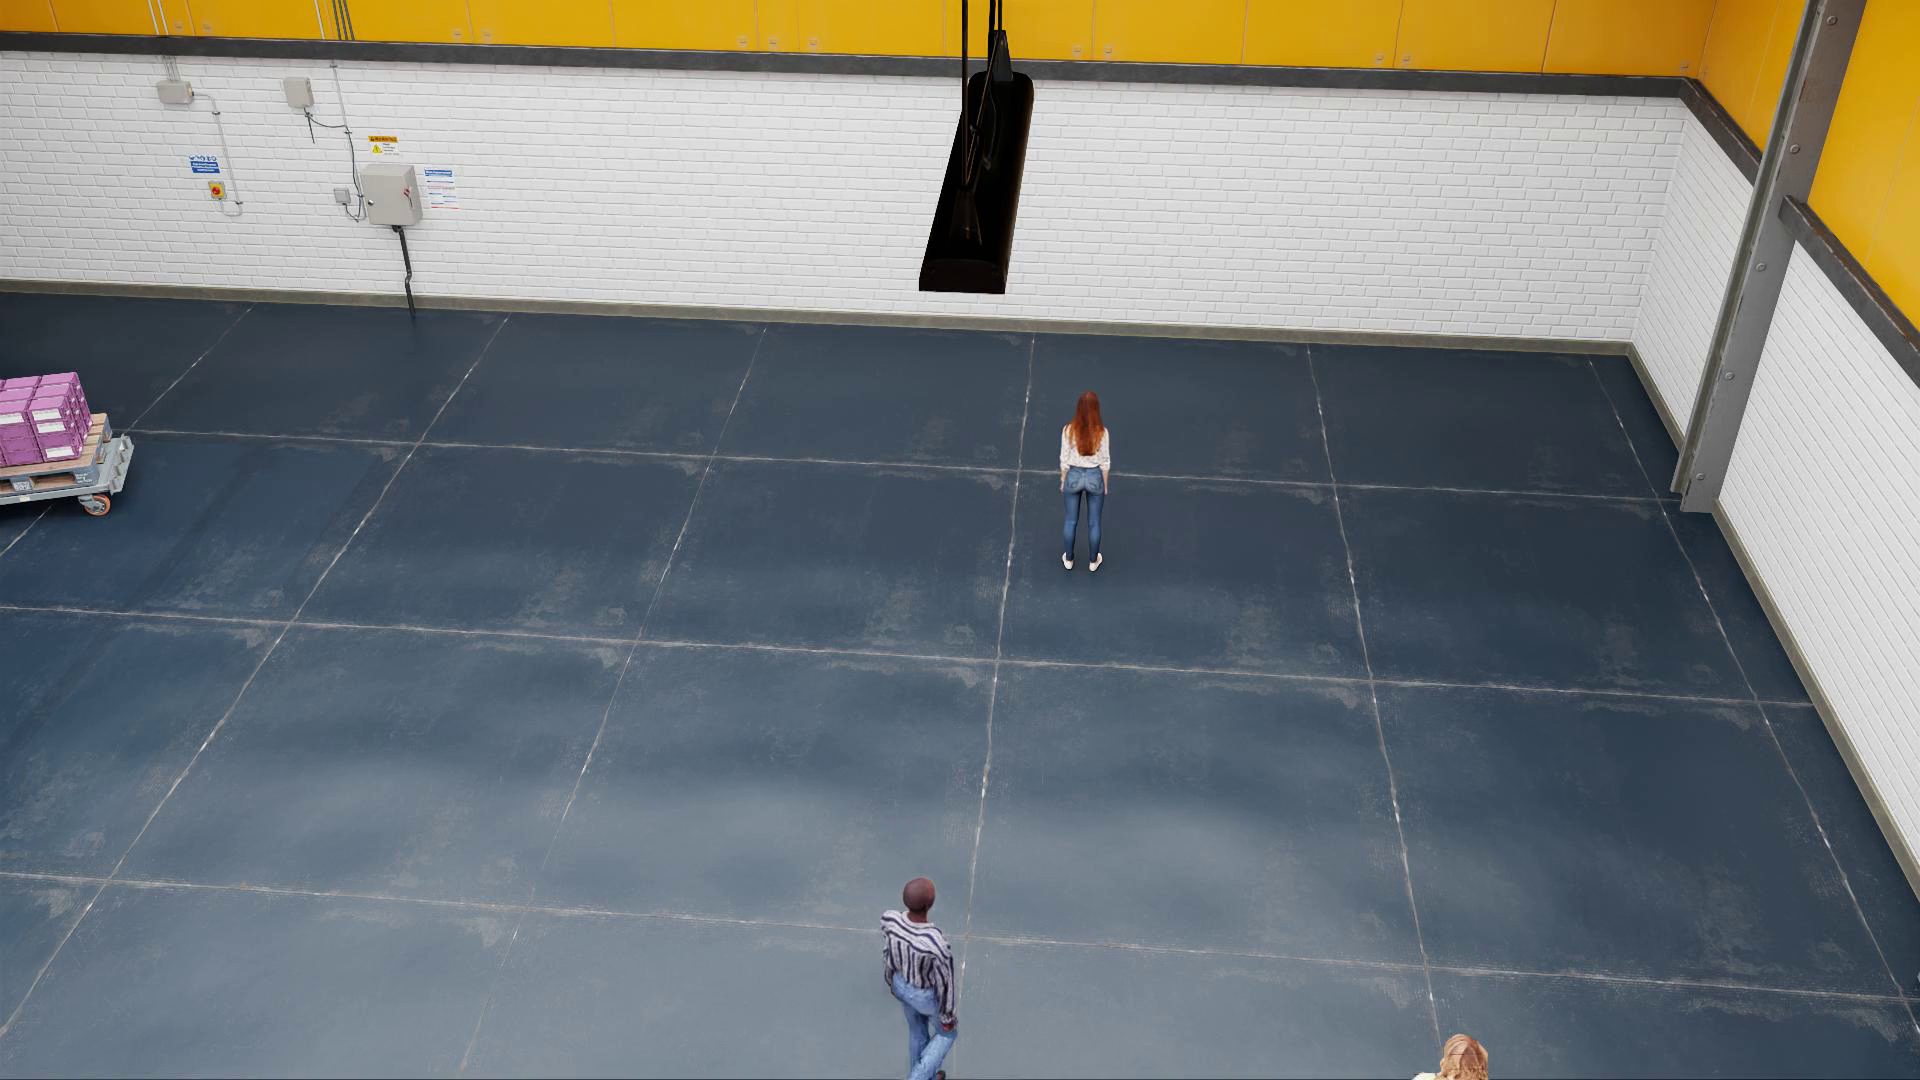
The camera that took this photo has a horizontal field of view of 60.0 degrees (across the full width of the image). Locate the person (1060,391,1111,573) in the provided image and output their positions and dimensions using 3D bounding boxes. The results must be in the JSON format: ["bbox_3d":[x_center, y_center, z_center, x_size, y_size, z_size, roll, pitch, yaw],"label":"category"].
[{"bbox_3d":[1.065,-0.504,14.207,0.579,1.729,0.509,4,34,6],"label":"person"}]

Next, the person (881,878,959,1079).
[{"bbox_3d":[-0.262,2.648,9.420,0.850,1.780,0.942,21,39,28],"label":"person"}]

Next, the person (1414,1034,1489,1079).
[{"bbox_3d":[2.443,3.283,8.546,0.915,1.690,1.032,24,40,31],"label":"person"}]
